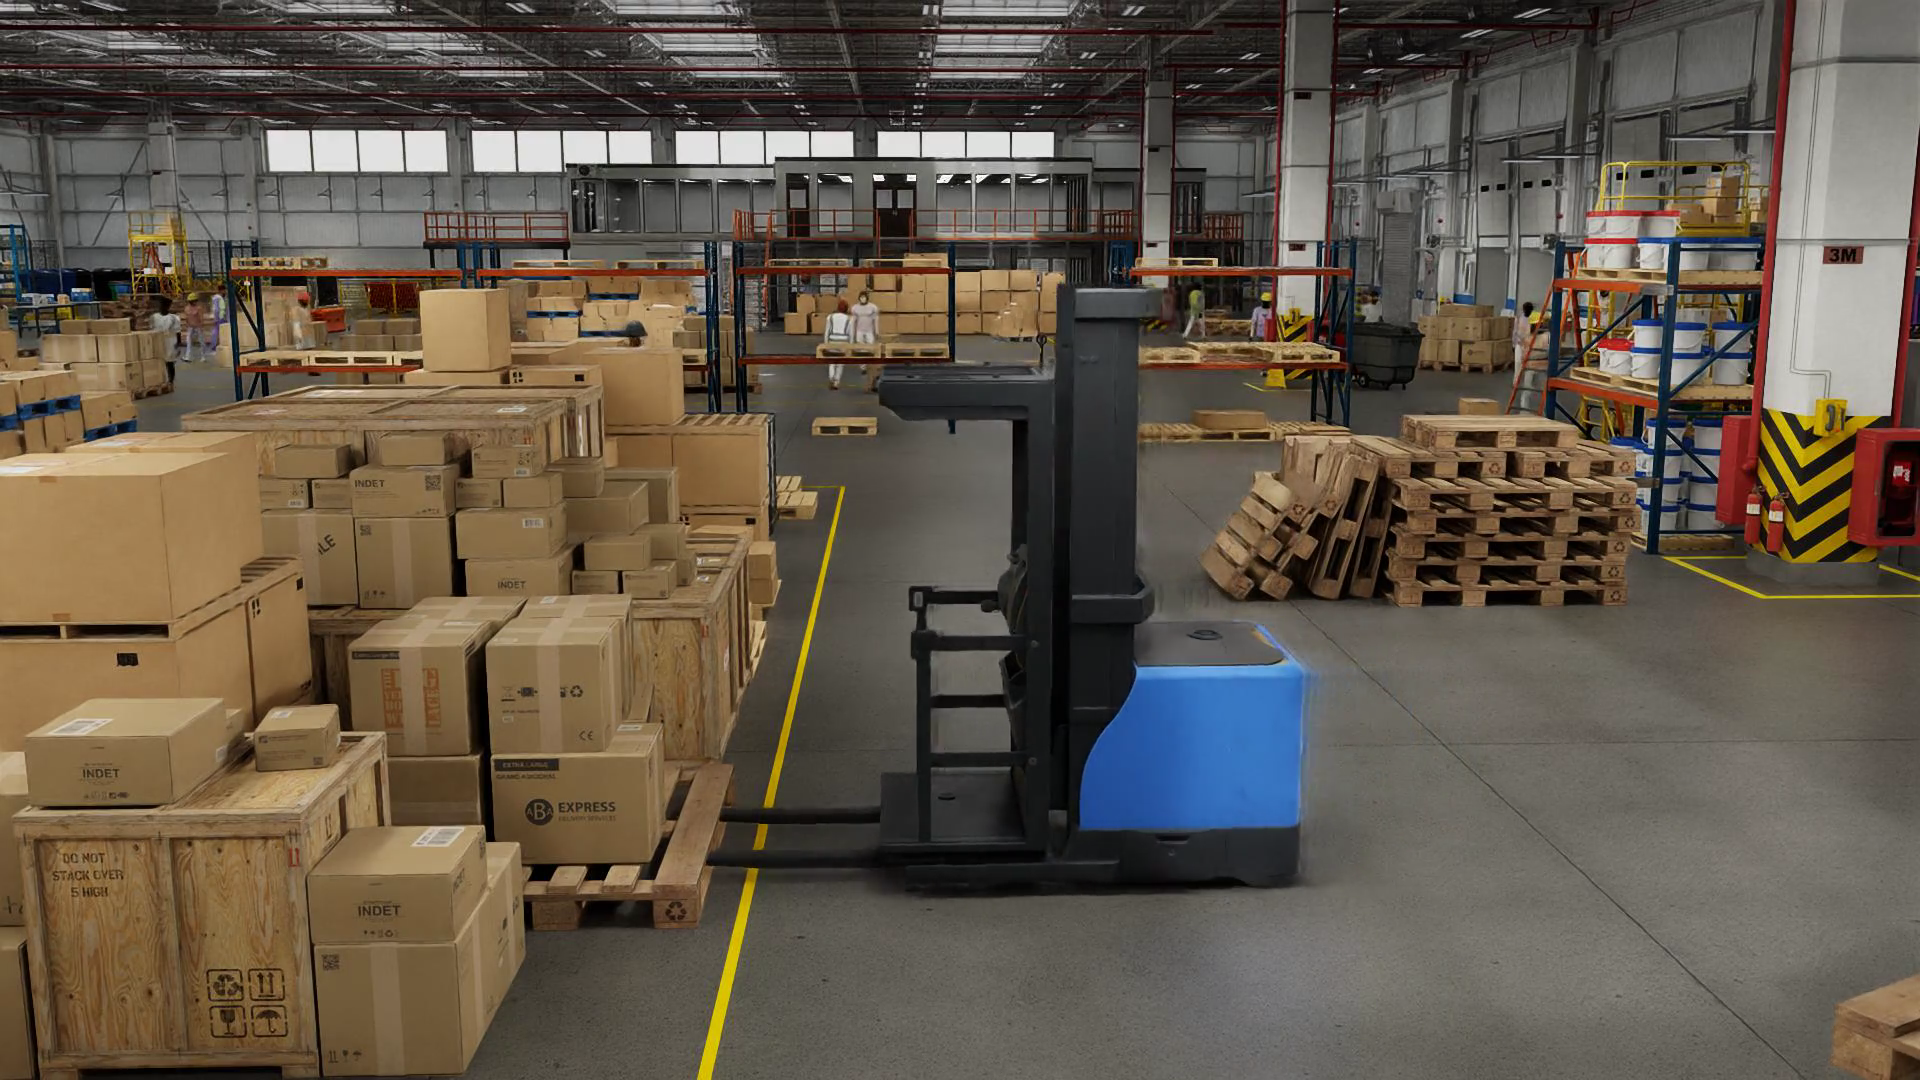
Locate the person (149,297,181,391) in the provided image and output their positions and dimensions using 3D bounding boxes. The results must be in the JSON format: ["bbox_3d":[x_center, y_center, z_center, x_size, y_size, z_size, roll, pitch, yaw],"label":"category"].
[{"bbox_3d":[-16.107,-3.940,33.607,0.742,1.924,0.399,0,10,-2],"label":"person"}]

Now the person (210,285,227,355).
[{"bbox_3d":[-19.995,-5.919,44.778,0.453,1.873,0.674,-1,10,-8],"label":"person"}]

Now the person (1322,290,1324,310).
[{"bbox_3d":[10.951,-7.135,51.402,0.620,1.923,0.750,-1,10,-4],"label":"person"}]

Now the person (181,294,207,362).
[{"bbox_3d":[-19.297,-5.327,41.863,0.538,1.720,0.891,1,10,7],"label":"person"}]

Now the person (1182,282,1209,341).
[{"bbox_3d":[7.240,-7.027,51.130,0.930,1.808,0.634,-7,12,-32],"label":"person"}]

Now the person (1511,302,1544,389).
[{"bbox_3d":[11.727,-4.014,34.382,0.631,1.802,0.931,6,12,32],"label":"person"}]

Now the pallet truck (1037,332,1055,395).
[{"bbox_3d":[2.483,-3.881,33.060,1.885,1.965,0.823,-7,13,-36],"label":"pallet truck"}]

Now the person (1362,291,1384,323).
[{"bbox_3d":[9.975,-5.034,39.913,0.554,1.838,0.859,-3,11,-17],"label":"person"}]

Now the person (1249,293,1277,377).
[{"bbox_3d":[6.825,-4.596,37.363,0.615,1.873,0.970,3,11,19],"label":"person"}]

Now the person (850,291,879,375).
[{"bbox_3d":[-2.189,-4.718,37.926,0.658,1.922,0.448,1,10,4],"label":"person"}]

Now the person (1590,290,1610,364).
[{"bbox_3d":[16.022,-5.383,41.431,0.375,1.997,0.612,-2,10,-9],"label":"person"}]

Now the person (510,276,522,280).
[{"bbox_3d":[-18.039,-10.013,67.652,0.532,1.842,0.344,-1,10,-4],"label":"person"}]

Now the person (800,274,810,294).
[{"bbox_3d":[-5.407,-8.182,57.264,0.575,1.919,0.548,-3,11,-16],"label":"person"}]

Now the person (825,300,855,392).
[{"bbox_3d":[-2.434,-3.948,33.811,0.621,1.861,0.594,1,10,7],"label":"person"}]

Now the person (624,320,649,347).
[{"bbox_3d":[-4.345,-1.912,21.973,0.819,2.000,0.690,1,10,4],"label":"person"}]

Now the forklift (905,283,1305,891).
[{"bbox_3d":[0.662,0.170,8.035,1.873,2.768,1.129,0,10,-2],"label":"forklift"}]

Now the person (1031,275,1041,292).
[{"bbox_3d":[2.625,-8.311,58.060,0.576,1.884,0.355,-6,12,-30],"label":"person"}]

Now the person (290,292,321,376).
[{"bbox_3d":[-14.887,-4.654,37.602,0.750,1.914,0.552,4,11,22],"label":"person"}]

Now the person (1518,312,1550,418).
[{"bbox_3d":[9.530,-2.818,27.483,0.604,1.885,0.975,9,14,41],"label":"person"}]
